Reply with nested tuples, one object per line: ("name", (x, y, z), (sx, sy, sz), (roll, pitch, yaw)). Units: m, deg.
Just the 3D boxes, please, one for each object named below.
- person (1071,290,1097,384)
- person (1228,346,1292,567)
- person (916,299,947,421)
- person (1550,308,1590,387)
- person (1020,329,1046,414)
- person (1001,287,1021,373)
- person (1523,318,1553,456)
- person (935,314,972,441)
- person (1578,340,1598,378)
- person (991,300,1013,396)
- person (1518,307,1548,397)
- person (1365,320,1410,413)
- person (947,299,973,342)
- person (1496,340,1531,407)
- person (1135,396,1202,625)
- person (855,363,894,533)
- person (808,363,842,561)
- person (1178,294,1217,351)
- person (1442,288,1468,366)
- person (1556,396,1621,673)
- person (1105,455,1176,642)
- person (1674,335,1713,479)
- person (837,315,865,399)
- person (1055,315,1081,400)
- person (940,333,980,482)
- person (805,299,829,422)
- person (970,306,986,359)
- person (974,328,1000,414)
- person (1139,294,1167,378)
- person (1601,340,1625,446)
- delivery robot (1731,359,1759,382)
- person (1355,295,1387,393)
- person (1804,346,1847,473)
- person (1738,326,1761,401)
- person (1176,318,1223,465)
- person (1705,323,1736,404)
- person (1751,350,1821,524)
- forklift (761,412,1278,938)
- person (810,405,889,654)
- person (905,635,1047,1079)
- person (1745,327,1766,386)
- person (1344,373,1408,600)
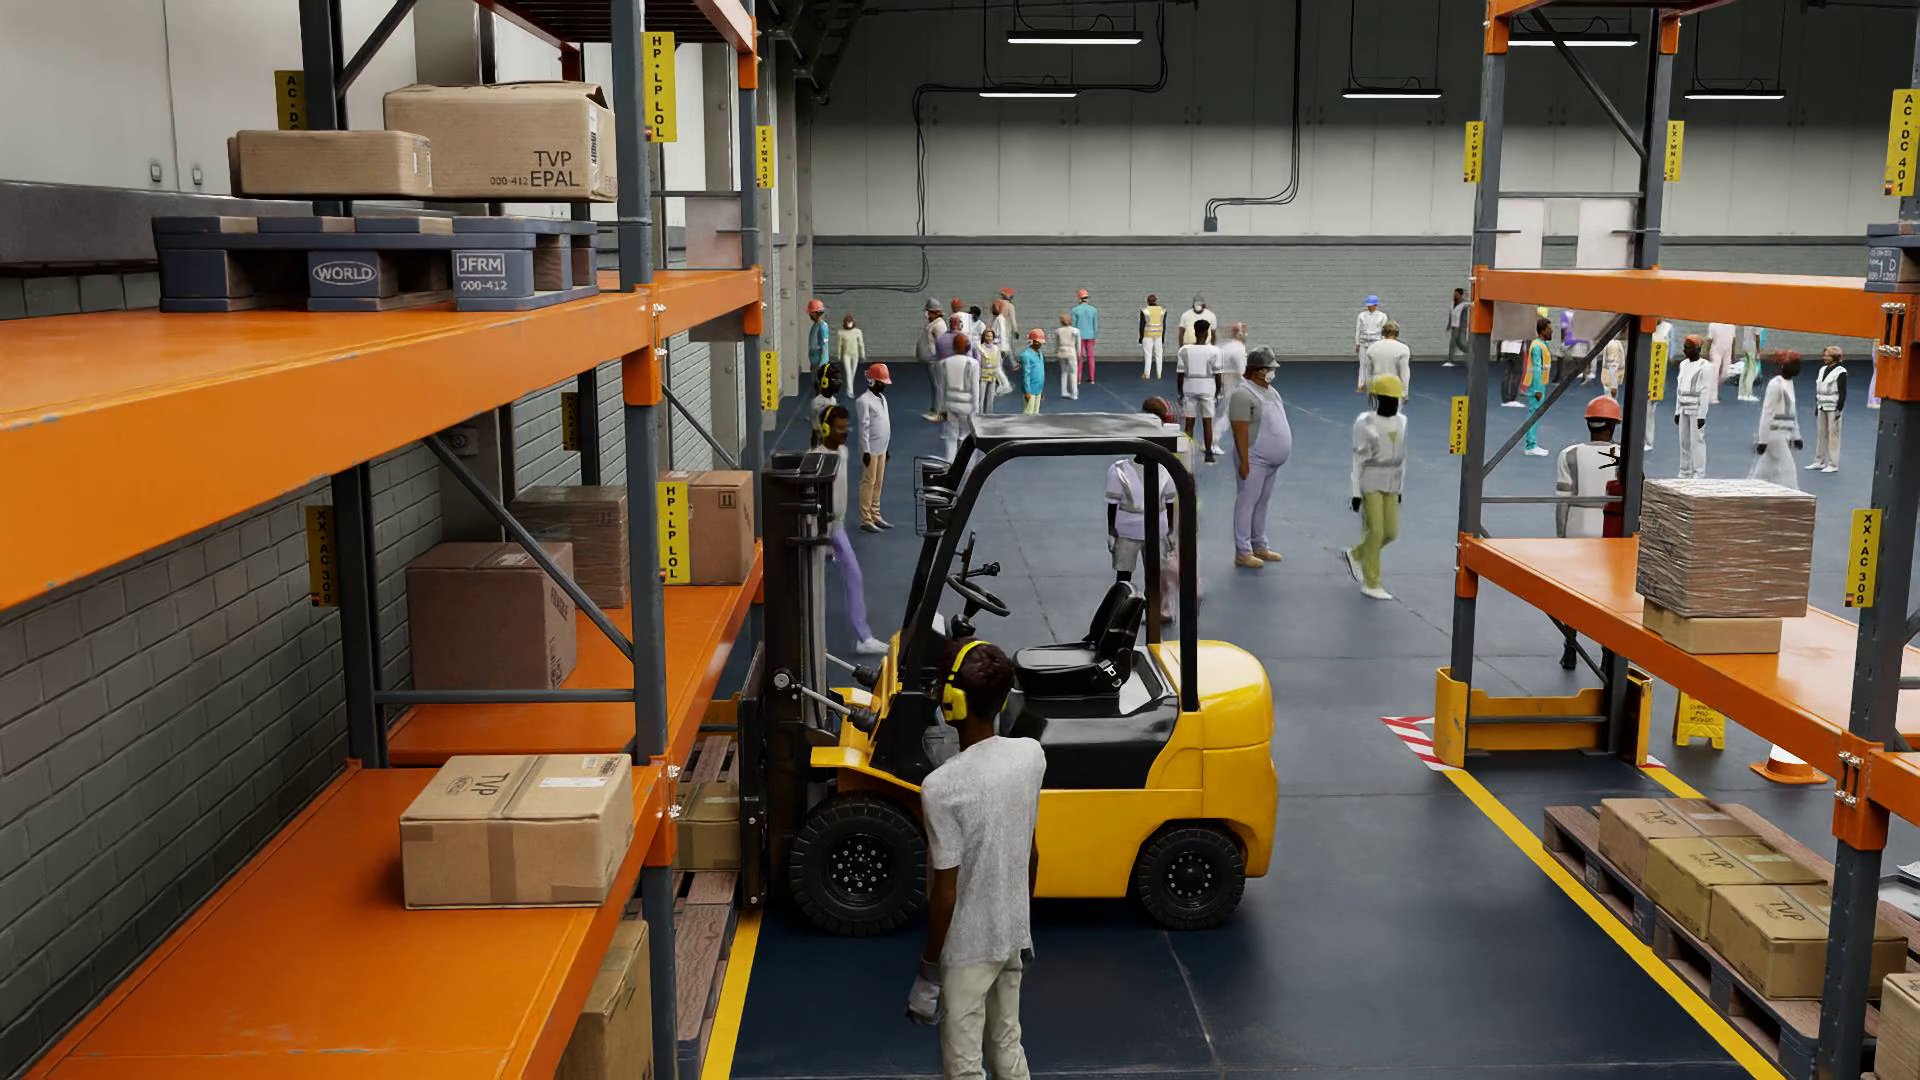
("person", (2.599, -4.282, 35.090), (0.611, 1.985, 0.414), (-4, 11, -20))
("person", (2.803, -0.782, 15.419), (0.538, 2.000, 0.683), (7, 13, 35))
("person", (-0.463, -3.018, 27.873), (0.536, 2.000, 0.682), (-2, 10, -10))
("person", (12.712, -4.142, 34.471), (0.618, 1.932, 0.954), (-4, 11, -20))
("person", (1.071, -2.161, 23.922), (0.337, 1.743, 0.560), (5, 11, 24))
("person", (1.147, -4.795, 38.052), (0.992, 1.934, 0.646), (-6, 12, -32))
("person", (8.129, -2.154, 23.397), (0.392, 1.922, 0.591), (4, 11, 21))
("person", (-0.067, -2.446, 25.095), (0.648, 1.899, 0.400), (7, 12, 33))
("person", (13.845, -4.435, 36.592), (0.285, 1.746, 0.487), (-4, 11, -22))
("person", (0.765, -3.702, 32.205), (0.384, 1.863, 0.621), (-1, 10, -7))
("person", (11.070, -3.627, 32.118), (0.586, 1.727, 0.450), (-6, 12, -32))
("person", (5.798, -2.015, 22.600), (0.631, 1.932, 0.363), (10, 14, 43))
("person", (-0.028, -3.846, 32.964), (0.604, 1.864, 0.467), (-7, 12, -34))
("person", (10.070, -3.373, 30.256), (0.627, 1.906, 0.412), (7, 12, 34))
("person", (1.571, -0.220, 12.901), (0.462, 1.817, 0.598), (-6, 12, -29))
("person", (-0.865, -0.951, 17.183), (0.337, 1.742, 0.561), (4, 11, 19))
("person", (-1.256, -0.731, 15.647), (0.327, 1.861, 0.510), (3, 11, 16))
("person", (4.508, -3.729, 31.835), (0.692, 2.000, 1.022), (4, 11, 19))
("person", (12.070, -5.144, 40.148), (0.862, 1.889, 0.591), (-2, 10, -12))
("person", (4.426, -0.039, 11.590), (0.542, 1.928, 0.374), (5, 11, 26))
("person", (1.330, -0.036, 12.217), (0.540, 1.695, 0.317), (-1, 10, -8))
("person", (8.871, -1.548, 20.160), (0.354, 1.877, 0.574), (-2, 10, -9))
("person", (-2.118, -3.521, 31.899), (0.502, 1.597, 0.820), (-4, 11, -20))
("person", (2.047, -3.478, 31.636), (0.520, 1.609, 0.407), (4, 11, 21))
("person", (0.034, -1.638, 20.673), (0.600, 1.858, 0.686), (6, 12, 29))
("person", (-2.357, -2.943, 27.449), (0.371, 2.044, 0.608), (-4, 11, -21))
("person", (0.312, -3.864, 33.545), (0.318, 1.697, 0.535), (-8, 13, -36))
("person", (0.423, -2.511, 26.177), (0.315, 1.636, 0.515), (10, 14, 44))
("person", (4.213, -4.465, 36.505), (0.619, 1.838, 0.430), (-3, 11, -16))
("person", (9.535, -2.300, 24.203), (0.394, 1.927, 0.550), (4, 11, 21))
("delivery robot", (16.271, -3.529, 34.600), (0.477, 0.478, 0.707), (-2, 10, -10))
("person", (8.119, -3.869, 32.897), (0.602, 1.938, 0.401), (5, 11, 25))
("person", (11.305, -1.696, 21.620), (0.315, 1.641, 0.515), (-1, 10, -6))
("person", (14.924, -3.548, 31.334), (0.327, 1.863, 0.511), (-1, 10, -5))
("person", (3.213, -1.982, 22.312), (0.612, 1.962, 0.363), (3, 11, 18))
("person", (14.035, -3.418, 30.728), (0.575, 1.820, 0.480), (-1, 10, -8))
("person", (8.757, -1.075, 17.568), (0.903, 1.843, 0.574), (7, 12, 33))
("forklift", (0.291, 0.548, 7.580), (2.313, 2.155, 1.214), (0, 10, -2))
("person", (-0.864, -0.052, 11.939), (0.888, 1.824, 0.557), (6, 12, 29))
("person", (0.040, 1.196, 4.875), (0.328, 1.872, 0.513), (8, 13, 38))
("person", (16.548, -4.117, 34.580), (0.359, 1.835, 0.512), (5, 11, 27))
("person", (3.503, -0.472, 14.085), (0.594, 1.909, 0.607), (-6, 12, -30))
